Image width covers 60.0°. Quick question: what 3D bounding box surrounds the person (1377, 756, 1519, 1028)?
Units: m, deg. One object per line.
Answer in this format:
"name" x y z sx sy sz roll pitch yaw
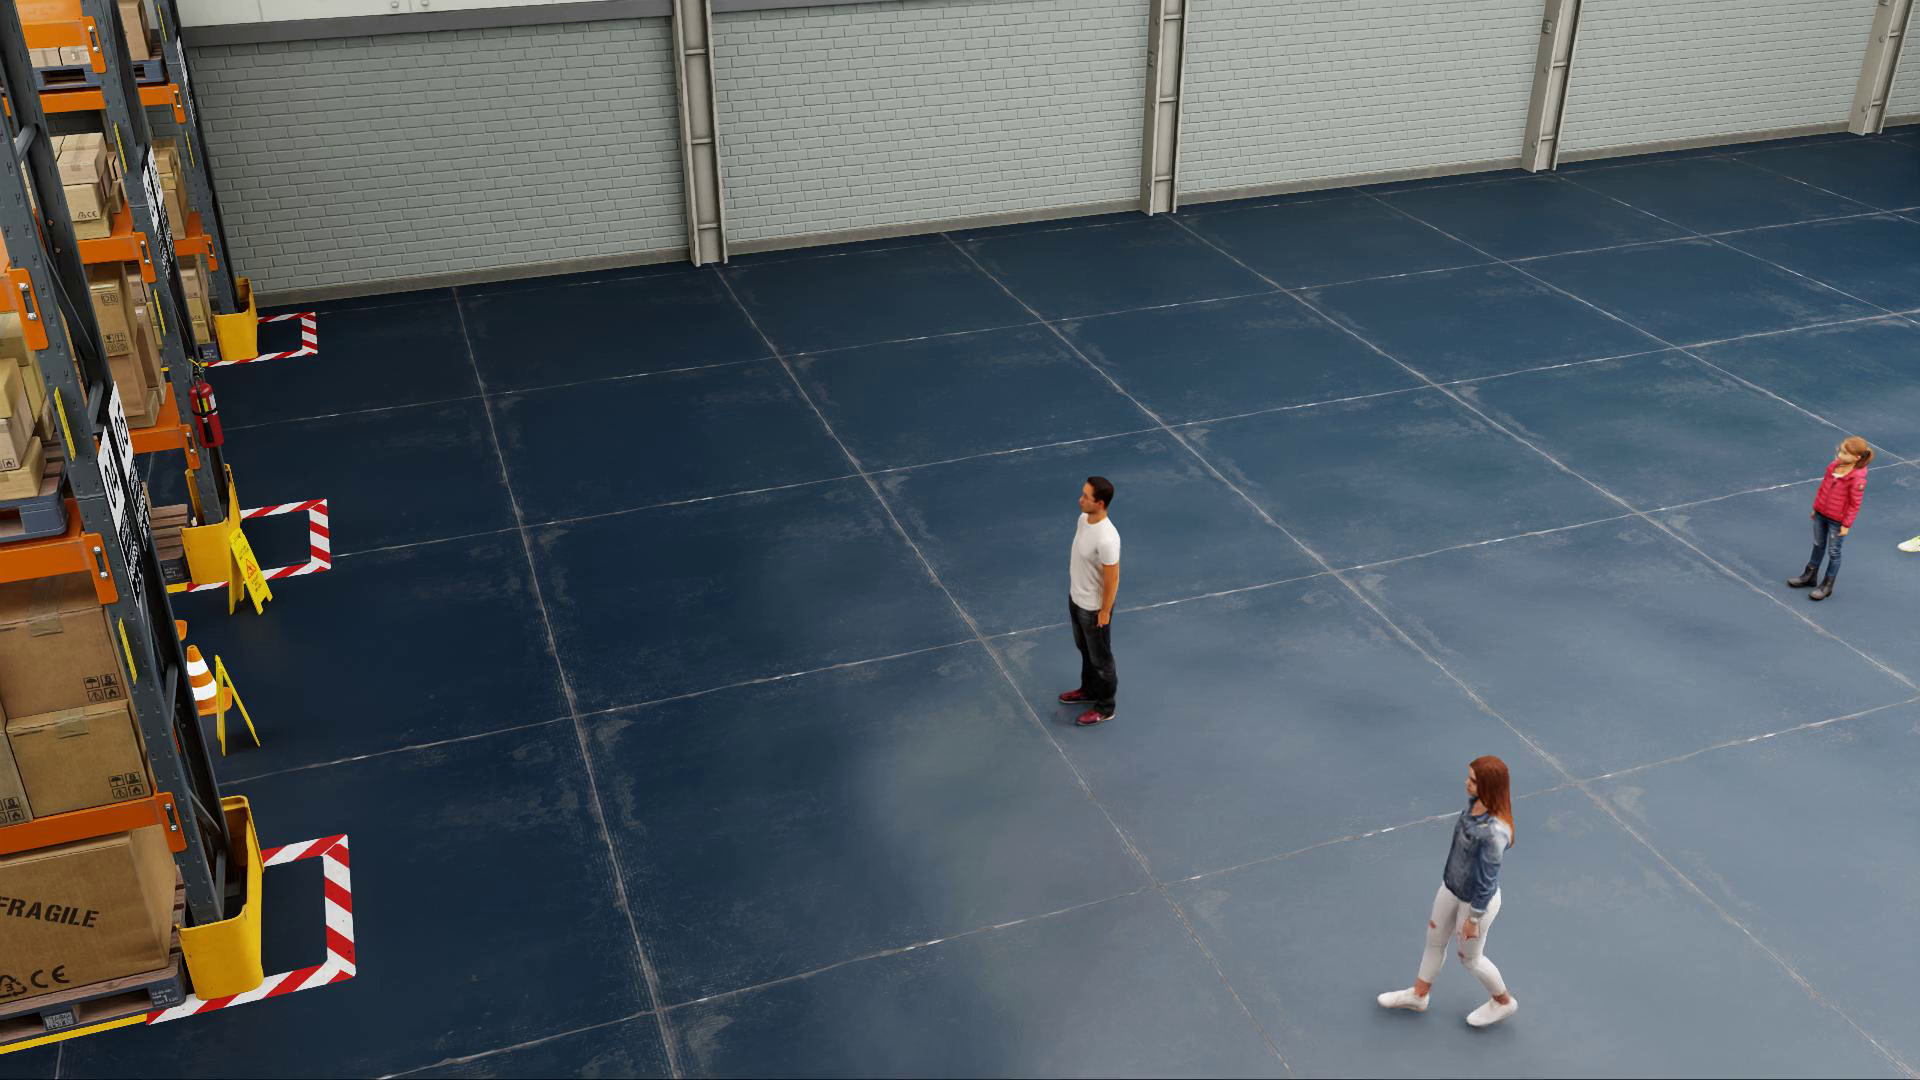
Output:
"person" 2.694 1.829 8.532 1.039 1.684 0.836 0 28 -1

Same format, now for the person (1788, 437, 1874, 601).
"person" 6.683 -0.185 12.705 0.494 1.318 0.513 -9 29 -16

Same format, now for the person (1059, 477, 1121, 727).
"person" 0.904 0.393 11.104 0.512 1.803 0.636 -9 29 -17
